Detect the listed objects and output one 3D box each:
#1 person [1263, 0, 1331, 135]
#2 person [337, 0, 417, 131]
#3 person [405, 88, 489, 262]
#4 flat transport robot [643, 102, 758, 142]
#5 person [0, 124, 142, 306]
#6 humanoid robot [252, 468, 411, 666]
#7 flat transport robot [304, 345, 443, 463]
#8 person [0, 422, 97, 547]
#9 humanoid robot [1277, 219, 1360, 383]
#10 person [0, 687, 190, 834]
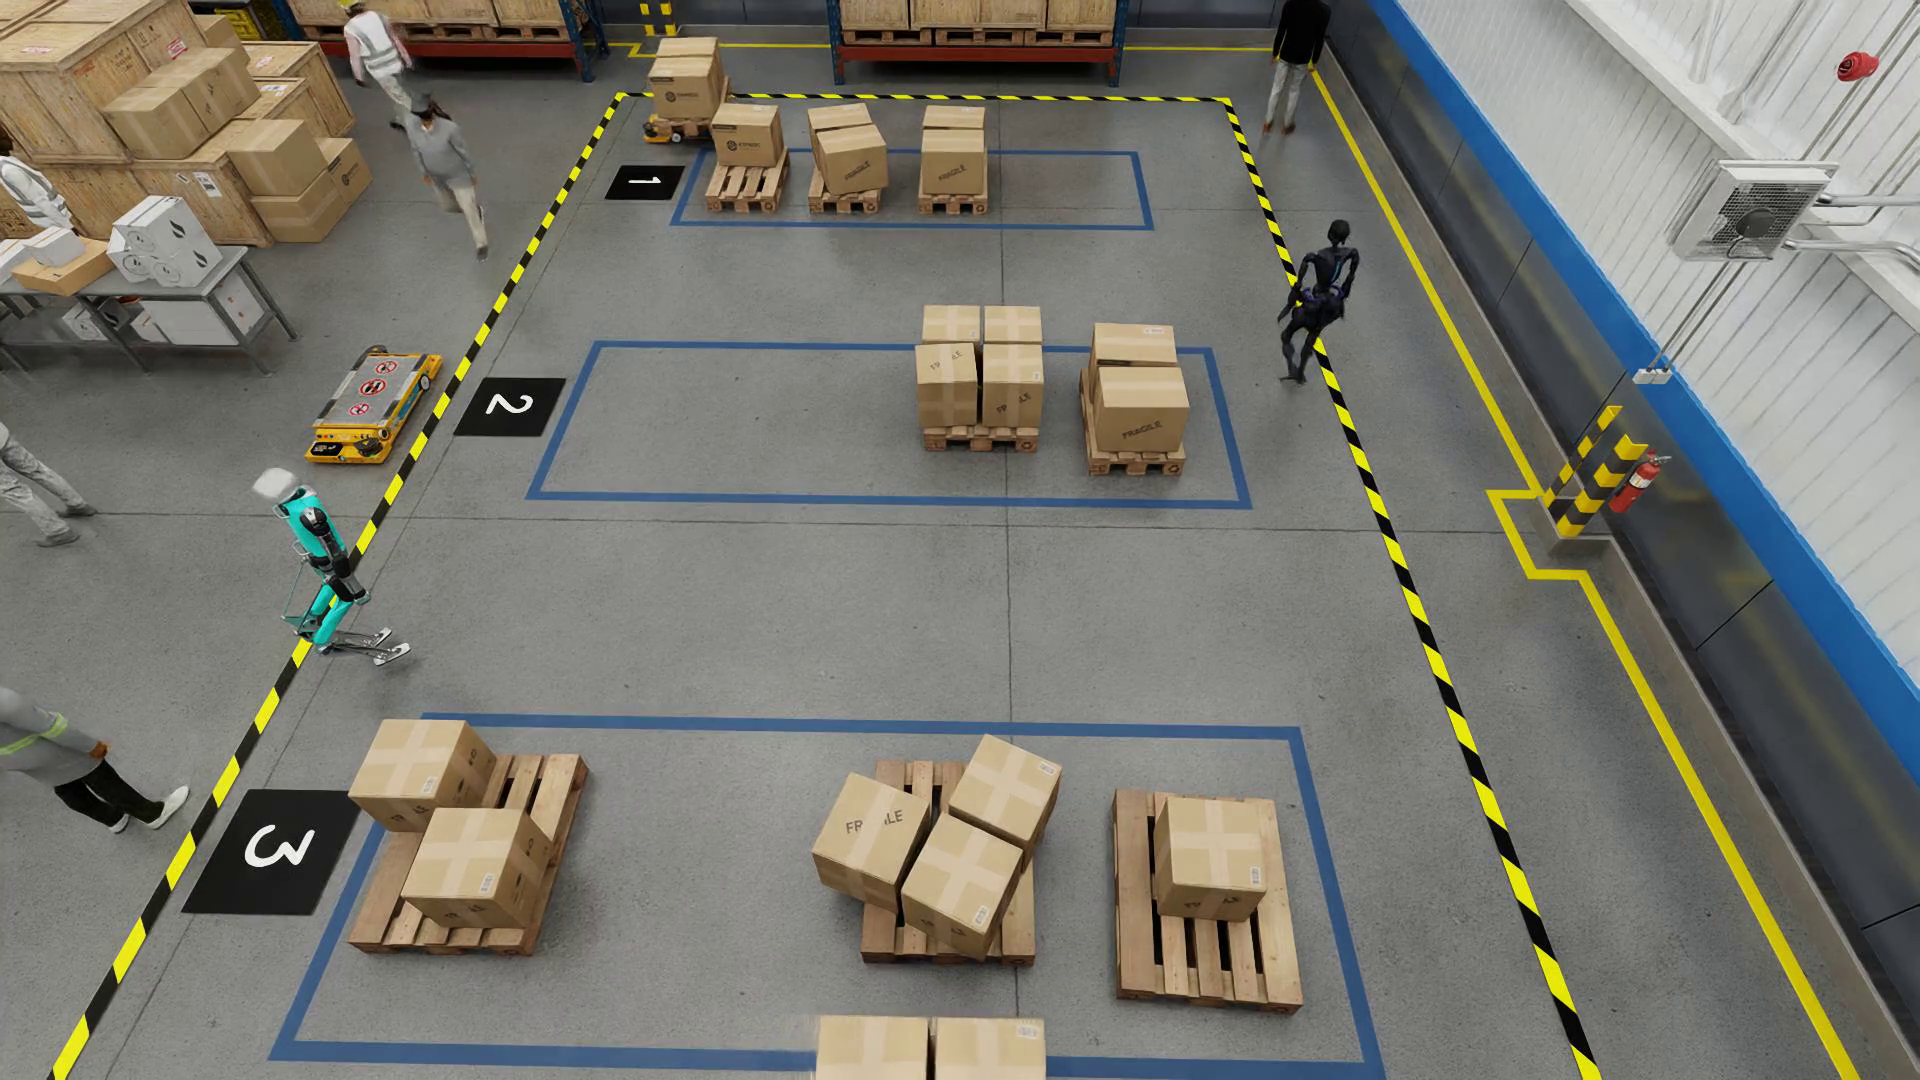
[{"bbox_3d":[4.189,-6.044,11.423,0.589,1.882,0.382,22,53,18],"label":"person"},{"bbox_3d":[-7.094,-5.827,11.310,0.946,1.779,0.611,17,52,14],"label":"person"},{"bbox_3d":[-5.382,-3.897,9.687,0.586,1.749,0.664,6,50,5],"label":"person"},{"bbox_3d":[-3.366,-5.470,11.977,1.431,0.197,0.652,-4,50,-3],"label":"flat transport robot"},{"bbox_3d":[-8.873,-3.163,8.983,0.573,1.887,0.355,31,56,23],"label":"person"},{"bbox_3d":[-4.295,0.304,6.062,0.533,1.673,0.735,33,57,25],"label":"humanoid robot"},{"bbox_3d":[-5.383,-1.269,8.441,0.659,0.231,1.431,1,50,1],"label":"flat transport robot"},{"bbox_3d":[-7.415,-0.716,6.881,0.421,1.939,0.605,-6,50,-5],"label":"person"},{"bbox_3d":[3.214,-2.101,8.220,0.610,1.642,0.374,-7,50,-6],"label":"humanoid robot"},{"bbox_3d":[-5.341,1.173,5.337,0.597,1.850,0.397,-2,50,-2],"label":"person"}]
